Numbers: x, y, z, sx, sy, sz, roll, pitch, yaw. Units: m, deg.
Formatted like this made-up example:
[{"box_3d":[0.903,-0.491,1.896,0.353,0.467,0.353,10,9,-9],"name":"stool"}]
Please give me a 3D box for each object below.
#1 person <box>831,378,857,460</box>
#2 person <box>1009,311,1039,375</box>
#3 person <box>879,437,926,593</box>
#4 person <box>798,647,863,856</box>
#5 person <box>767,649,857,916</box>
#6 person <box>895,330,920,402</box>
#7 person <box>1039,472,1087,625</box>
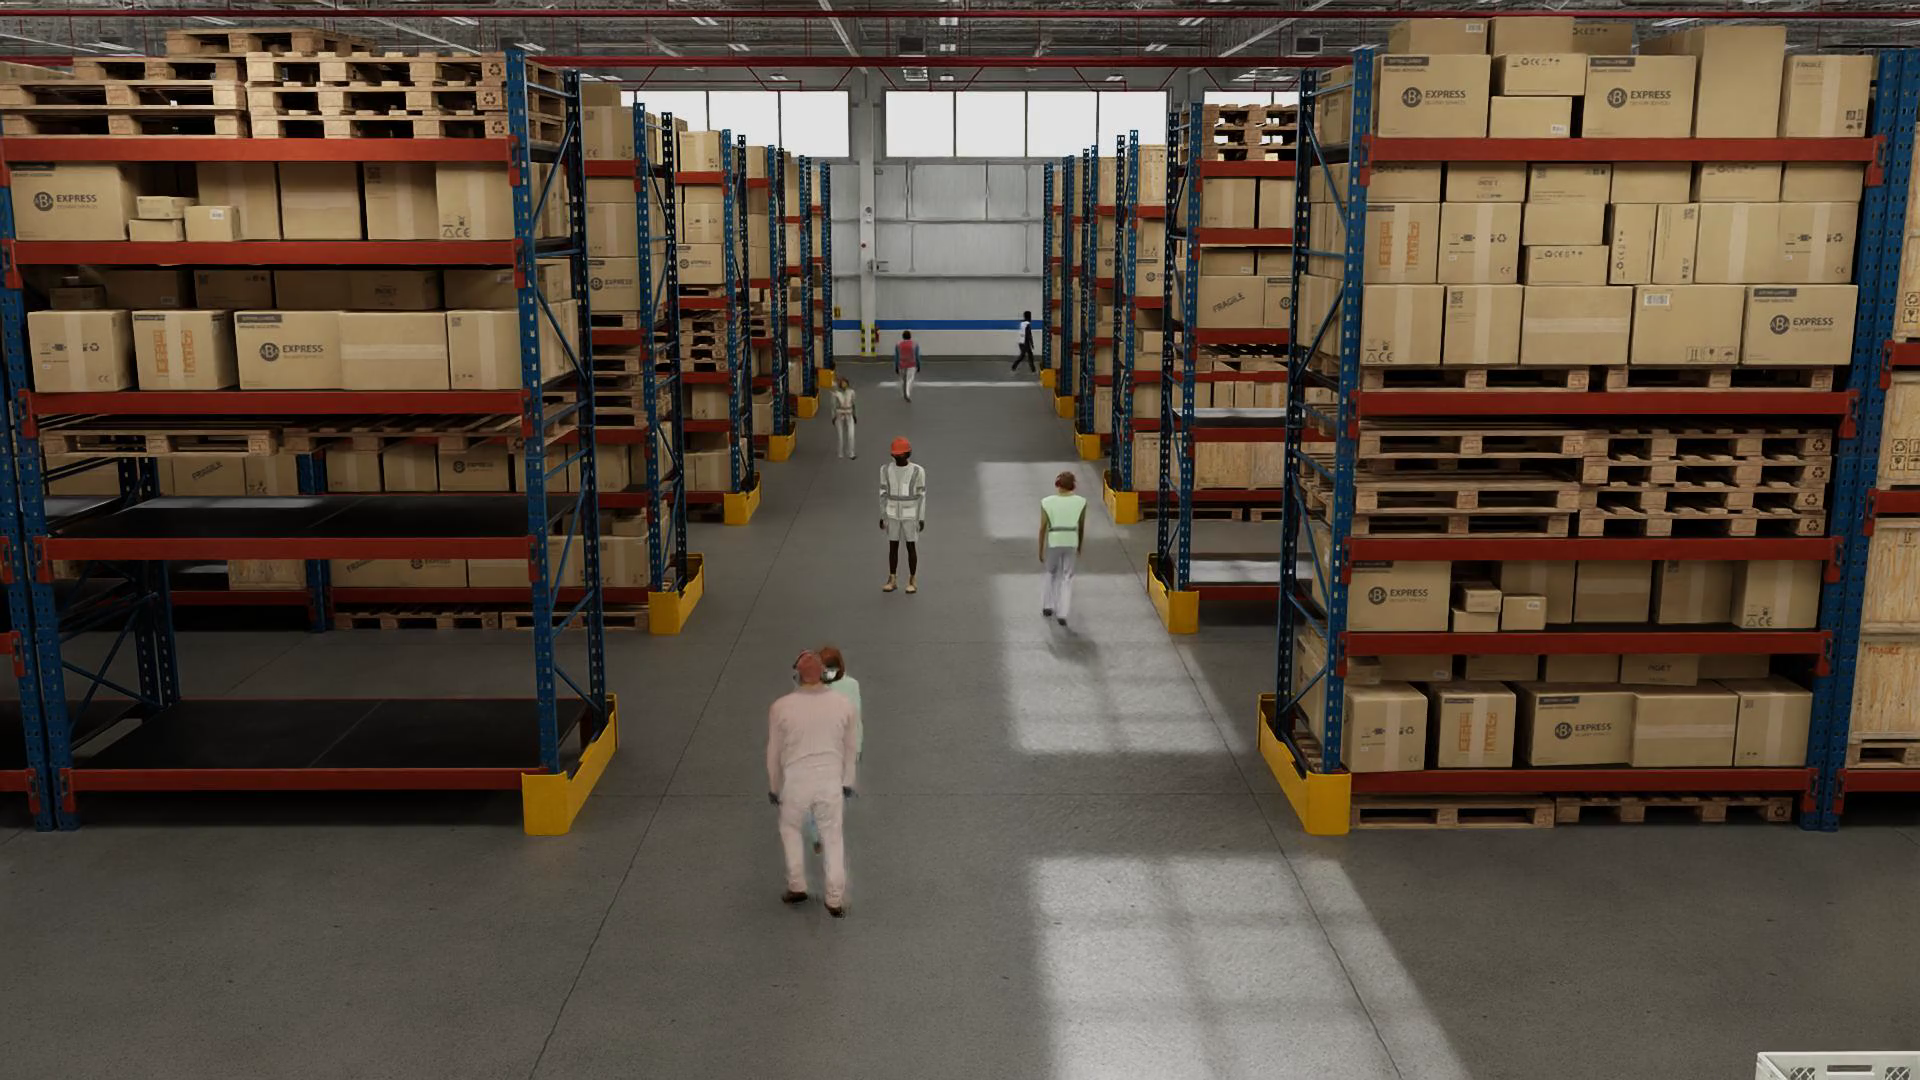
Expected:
[{"box_3d":[-2.253,-2.362,32.596,0.539,1.597,0.844,-3,12,-14],"name":"person"},{"box_3d":[1.896,-5.817,49.029,0.955,1.880,0.593,-3,12,-13],"name":"person"},{"box_3d":[-0.754,-0.318,21.367,0.615,2.038,0.396,3,12,15],"name":"person"},{"box_3d":[-0.992,1.623,12.850,0.493,1.600,0.768,-2,12,-12],"name":"person"},{"box_3d":[-1.053,1.705,11.748,0.654,1.880,0.601,-4,12,-21],"name":"person"},{"box_3d":[-1.348,-4.435,42.372,0.624,1.810,0.893,1,11,5],"name":"person"},{"box_3d":[1.220,0.070,20.037,0.578,1.796,0.870,-1,11,-3],"name":"person"}]
